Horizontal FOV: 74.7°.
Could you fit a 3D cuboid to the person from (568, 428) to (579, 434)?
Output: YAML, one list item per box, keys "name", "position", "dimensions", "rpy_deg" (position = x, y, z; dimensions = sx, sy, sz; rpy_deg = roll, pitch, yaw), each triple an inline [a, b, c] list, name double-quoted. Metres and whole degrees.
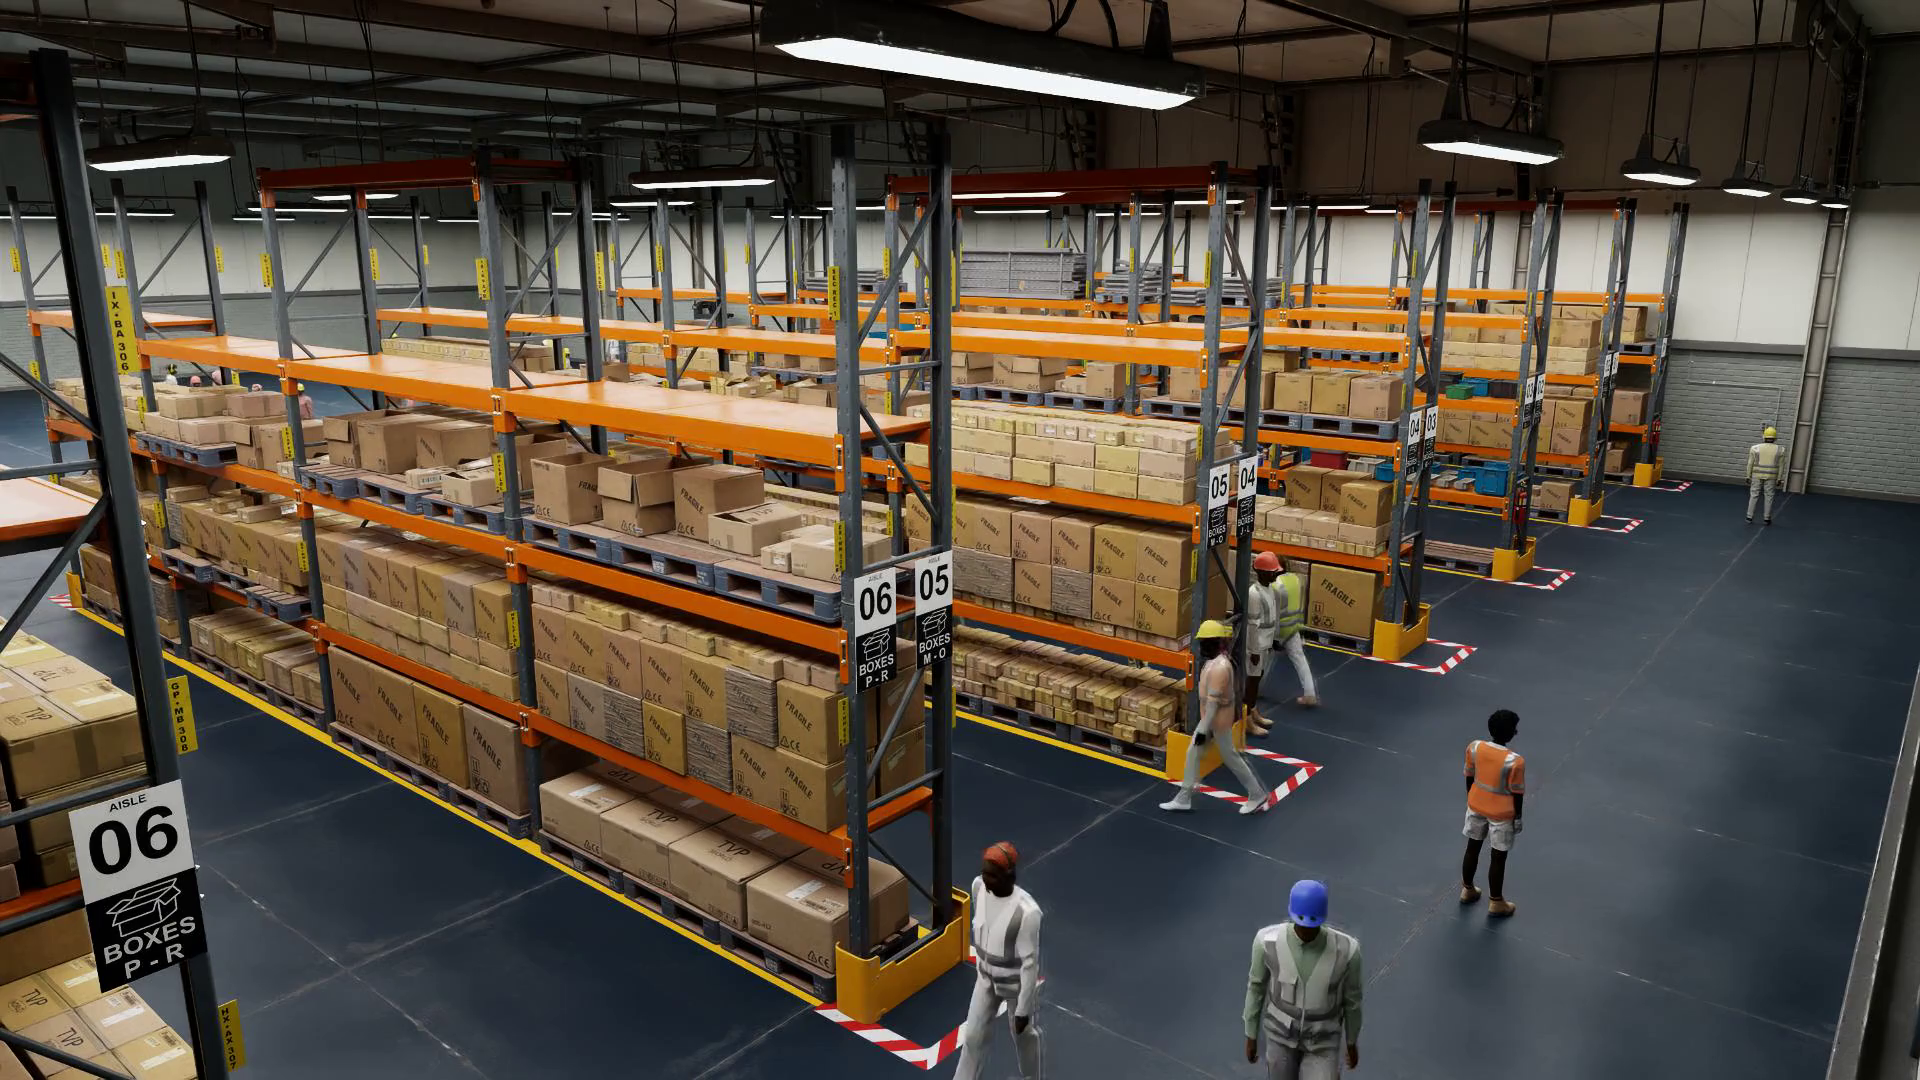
- name: "person"
  position: [-7.987, -1.678, 25.611]
  dimensions: [0.546, 1.892, 0.977]
  rpy_deg: [-13, 19, -43]

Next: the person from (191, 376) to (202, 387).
- name: "person"
  position: [-18.953, -3.113, 31.410]
  dimensions: [0.633, 1.942, 1.062]
  rpy_deg: [-11, 18, -39]

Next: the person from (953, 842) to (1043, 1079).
- name: "person"
  position: [0.176, 2.720, 7.590]
  dimensions: [0.858, 1.849, 0.606]
  rpy_deg: [-12, 18, -41]

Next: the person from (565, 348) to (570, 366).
- name: "person"
  position: [-12.880, -5.407, 41.256]
  dimensions: [0.311, 1.736, 0.483]
  rpy_deg: [1, 14, 6]

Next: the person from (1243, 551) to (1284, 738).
- name: "person"
  position: [3.299, 1.117, 13.775]
  dimensions: [0.377, 2.045, 0.605]
  rpy_deg: [6, 15, 25]

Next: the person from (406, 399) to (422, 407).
- name: "person"
  position: [-12.794, -2.681, 29.721]
  dimensions: [0.431, 1.889, 0.664]
  rpy_deg: [-3, 14, -12]

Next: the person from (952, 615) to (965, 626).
- name: "person"
  position: [-0.084, 0.486, 16.954]
  dimensions: [0.977, 1.775, 0.587]
  rpy_deg: [12, 18, 41]

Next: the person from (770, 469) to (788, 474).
- name: "person"
  position: [-4.162, -2.389, 28.871]
  dimensions: [0.530, 1.725, 0.884]
  rpy_deg: [-11, 17, -38]

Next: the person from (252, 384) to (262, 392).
- name: "person"
  position: [-16.690, -2.773, 30.079]
  dimensions: [0.636, 1.903, 0.405]
  rpy_deg: [-1, 14, -5]

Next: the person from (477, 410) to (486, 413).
- name: "person"
  position: [-13.175, -3.737, 34.611]
  dimensions: [0.372, 1.636, 0.534]
  rpy_deg: [-2, 14, -8]

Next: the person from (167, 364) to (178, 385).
- name: "person"
  position: [-21.873, -4.001, 35.233]
  dimensions: [0.614, 1.846, 0.553]
  rpy_deg: [-6, 15, -22]

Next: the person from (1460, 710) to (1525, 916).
- name: "person"
  position: [4.295, 2.177, 10.143]
  dimensions: [0.321, 1.694, 0.529]
  rpy_deg: [-8, 16, -31]

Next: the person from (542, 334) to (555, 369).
- name: "person"
  position: [-15.220, -6.810, 46.839]
  dimensions: [0.643, 1.827, 0.513]
  rpy_deg: [-7, 15, -25]

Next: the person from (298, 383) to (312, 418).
- name: "person"
  position: [-16.526, -3.085, 31.681]
  dimensions: [0.537, 1.745, 0.633]
  rpy_deg: [0, 14, 0]

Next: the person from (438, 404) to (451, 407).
- name: "person"
  position: [-11.659, -2.387, 28.310]
  dimensions: [0.634, 1.983, 0.539]
  rpy_deg: [-9, 17, -34]

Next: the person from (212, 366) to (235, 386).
- name: "person"
  position: [-20.961, -4.194, 35.945]
  dimensions: [0.649, 1.888, 0.582]
  rpy_deg: [-11, 17, -38]

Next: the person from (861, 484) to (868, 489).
- name: "person"
  position: [-2.258, -2.058, 26.930]
  dimensions: [0.535, 2.000, 0.674]
  rpy_deg: [13, 19, 43]

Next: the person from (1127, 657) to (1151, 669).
- name: "person"
  position: [2.266, 0.896, 15.539]
  dimensions: [0.497, 1.633, 0.284]
  rpy_deg: [-13, 19, -42]

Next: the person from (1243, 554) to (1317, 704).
- name: "person"
  position: [3.756, 1.036, 14.664]
  dimensions: [0.671, 1.784, 0.996]
  rpy_deg: [-13, 19, -43]

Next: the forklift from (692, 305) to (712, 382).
- name: "forklift"
  position: [-9.511, -7.392, 47.124]
  dimensions: [1.873, 2.768, 1.129]
  rpy_deg: [11, 17, 38]

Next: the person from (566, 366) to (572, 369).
- name: "person"
  position: [-11.421, -4.274, 36.794]
  dimensions: [0.310, 1.640, 0.514]
  rpy_deg: [-7, 15, -26]

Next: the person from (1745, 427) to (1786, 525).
- name: "person"
  position: [15.207, -1.215, 23.798]
  dimensions: [0.592, 1.837, 0.404]
  rpy_deg: [8, 16, 31]

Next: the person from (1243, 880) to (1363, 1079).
- name: "person"
  position: [1.917, 2.797, 7.092]
  dimensions: [0.648, 1.931, 0.478]
  rpy_deg: [5, 14, 18]

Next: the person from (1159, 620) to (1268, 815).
- name: "person"
  position: [2.448, 1.678, 11.854]
  dimensions: [1.004, 1.861, 0.613]
  rpy_deg: [-1, 14, -3]

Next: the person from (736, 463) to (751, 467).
- name: "person"
  position: [-5.164, -2.771, 29.769]
  dimensions: [0.607, 2.044, 0.374]
  rpy_deg: [13, 19, 42]

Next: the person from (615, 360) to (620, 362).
- name: "person"
  position: [-9.513, -4.099, 35.513]
  dimensions: [0.517, 1.940, 0.572]
  rpy_deg: [-4, 14, -18]

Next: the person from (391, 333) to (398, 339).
- name: "person"
  position: [-21.063, -6.833, 47.057]
  dimensions: [0.318, 1.767, 0.534]
  rpy_deg: [7, 15, 26]

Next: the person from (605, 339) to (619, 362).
- name: "person"
  position: [-13.199, -7.123, 47.931]
  dimensions: [0.847, 1.911, 0.606]
  rpy_deg: [12, 18, 41]
